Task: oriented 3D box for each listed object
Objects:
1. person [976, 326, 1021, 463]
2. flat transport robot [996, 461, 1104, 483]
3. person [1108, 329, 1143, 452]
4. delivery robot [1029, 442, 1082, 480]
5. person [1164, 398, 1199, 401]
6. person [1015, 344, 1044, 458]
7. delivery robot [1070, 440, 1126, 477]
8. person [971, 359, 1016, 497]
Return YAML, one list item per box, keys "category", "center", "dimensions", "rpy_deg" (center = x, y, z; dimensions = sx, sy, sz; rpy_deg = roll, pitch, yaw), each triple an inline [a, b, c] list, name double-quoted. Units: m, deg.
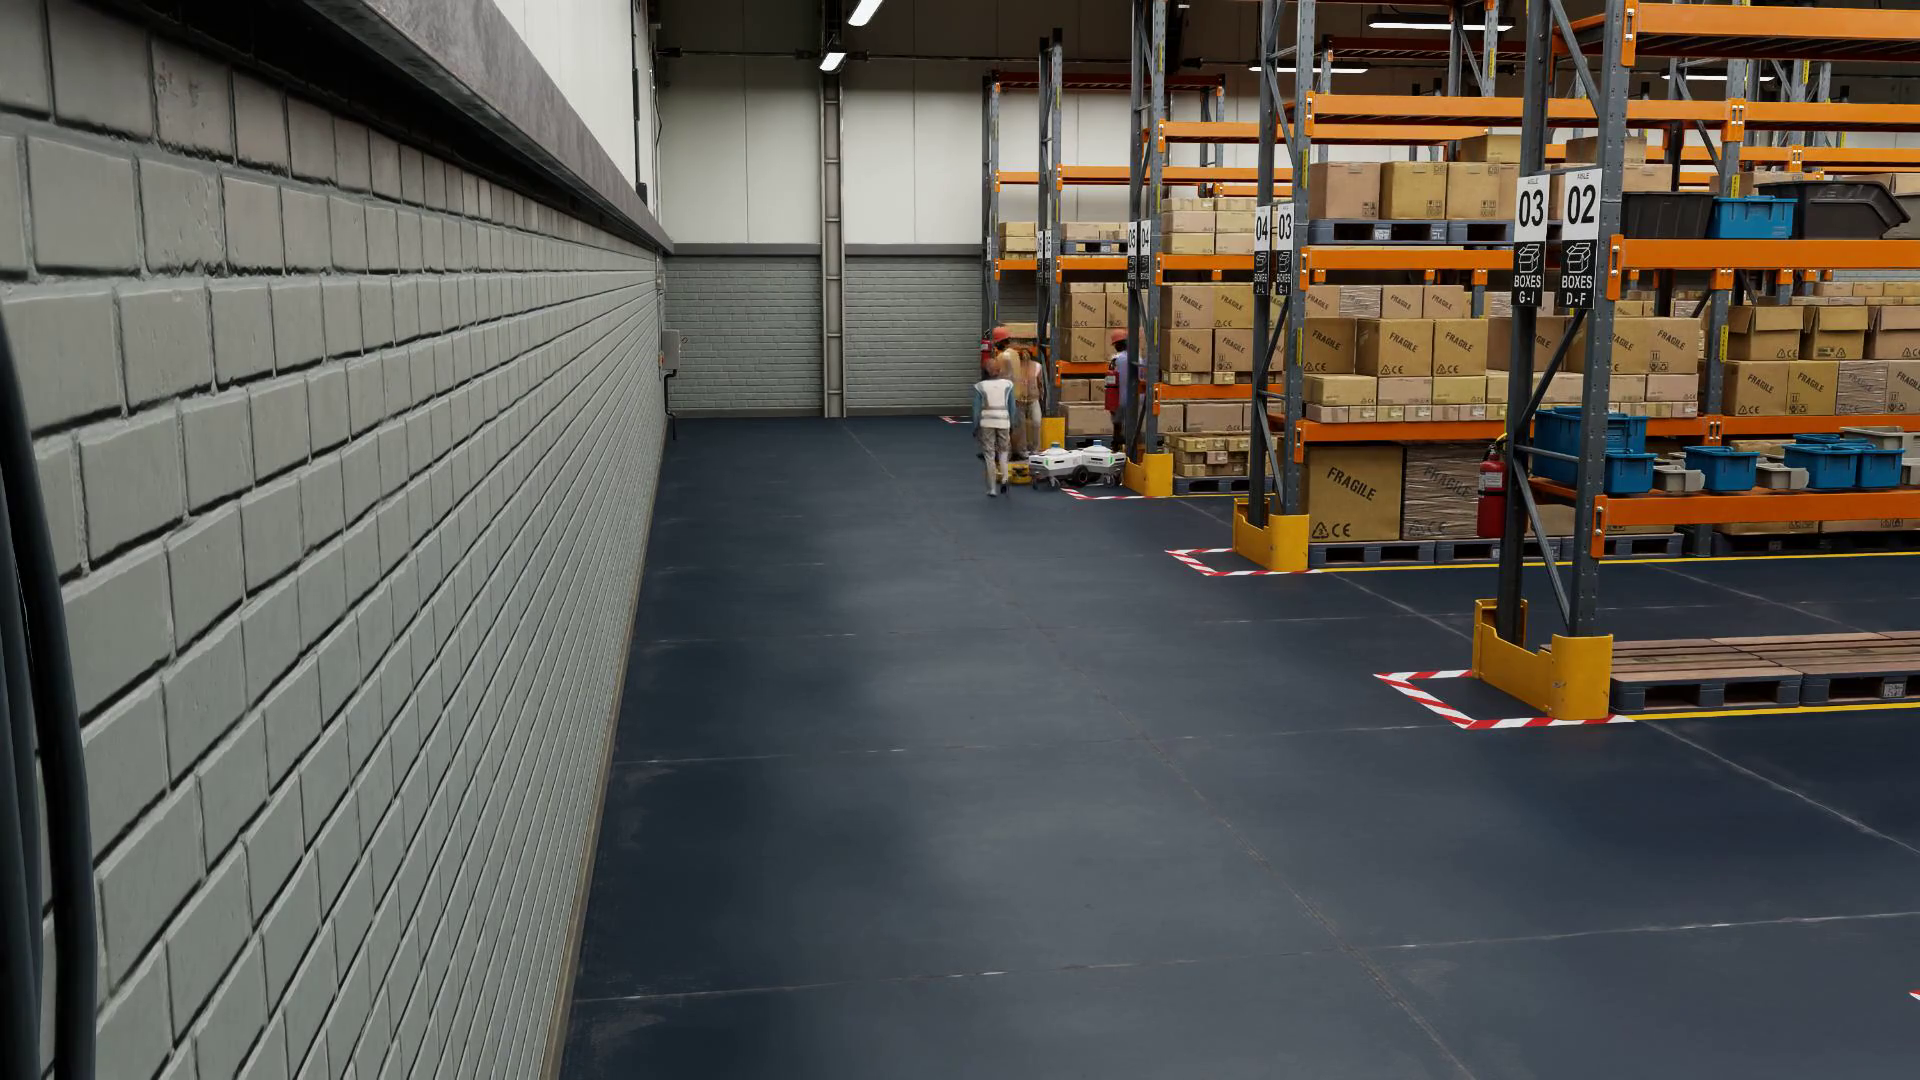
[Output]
- category: "person"
  center: [0.492, -1.944, 22.584]
  dimensions: [0.807, 1.893, 0.566]
  rpy_deg: [3, 10, 20]
- category: "flat transport robot"
  center: [1.095, -0.895, 21.113]
  dimensions: [1.431, 0.197, 0.652]
  rpy_deg: [-7, 12, -37]
- category: "person"
  center: [2.233, -1.905, 22.416]
  dimensions: [0.549, 1.882, 0.995]
  rpy_deg: [-3, 10, -20]
- category: "delivery robot"
  center: [1.160, -0.945, 20.257]
  dimensions: [0.477, 0.478, 0.707]
  rpy_deg: [9, 13, 43]
- category: "person"
  center: [3.831, -2.922, 28.772]
  dimensions: [1.006, 1.858, 0.662]
  rpy_deg: [-2, 9, -14]
- category: "person"
  center: [0.957, -1.932, 23.366]
  dimensions: [0.522, 1.608, 0.708]
  rpy_deg: [-2, 9, -10]
- category: "delivery robot"
  center: [1.694, -0.990, 20.537]
  dimensions: [0.707, 0.478, 0.477]
  rpy_deg: [8, 12, 41]
- category: "person"
  center: [0.390, -1.321, 19.562]
  dimensions: [0.538, 1.617, 0.362]
  rpy_deg: [-1, 9, -9]
